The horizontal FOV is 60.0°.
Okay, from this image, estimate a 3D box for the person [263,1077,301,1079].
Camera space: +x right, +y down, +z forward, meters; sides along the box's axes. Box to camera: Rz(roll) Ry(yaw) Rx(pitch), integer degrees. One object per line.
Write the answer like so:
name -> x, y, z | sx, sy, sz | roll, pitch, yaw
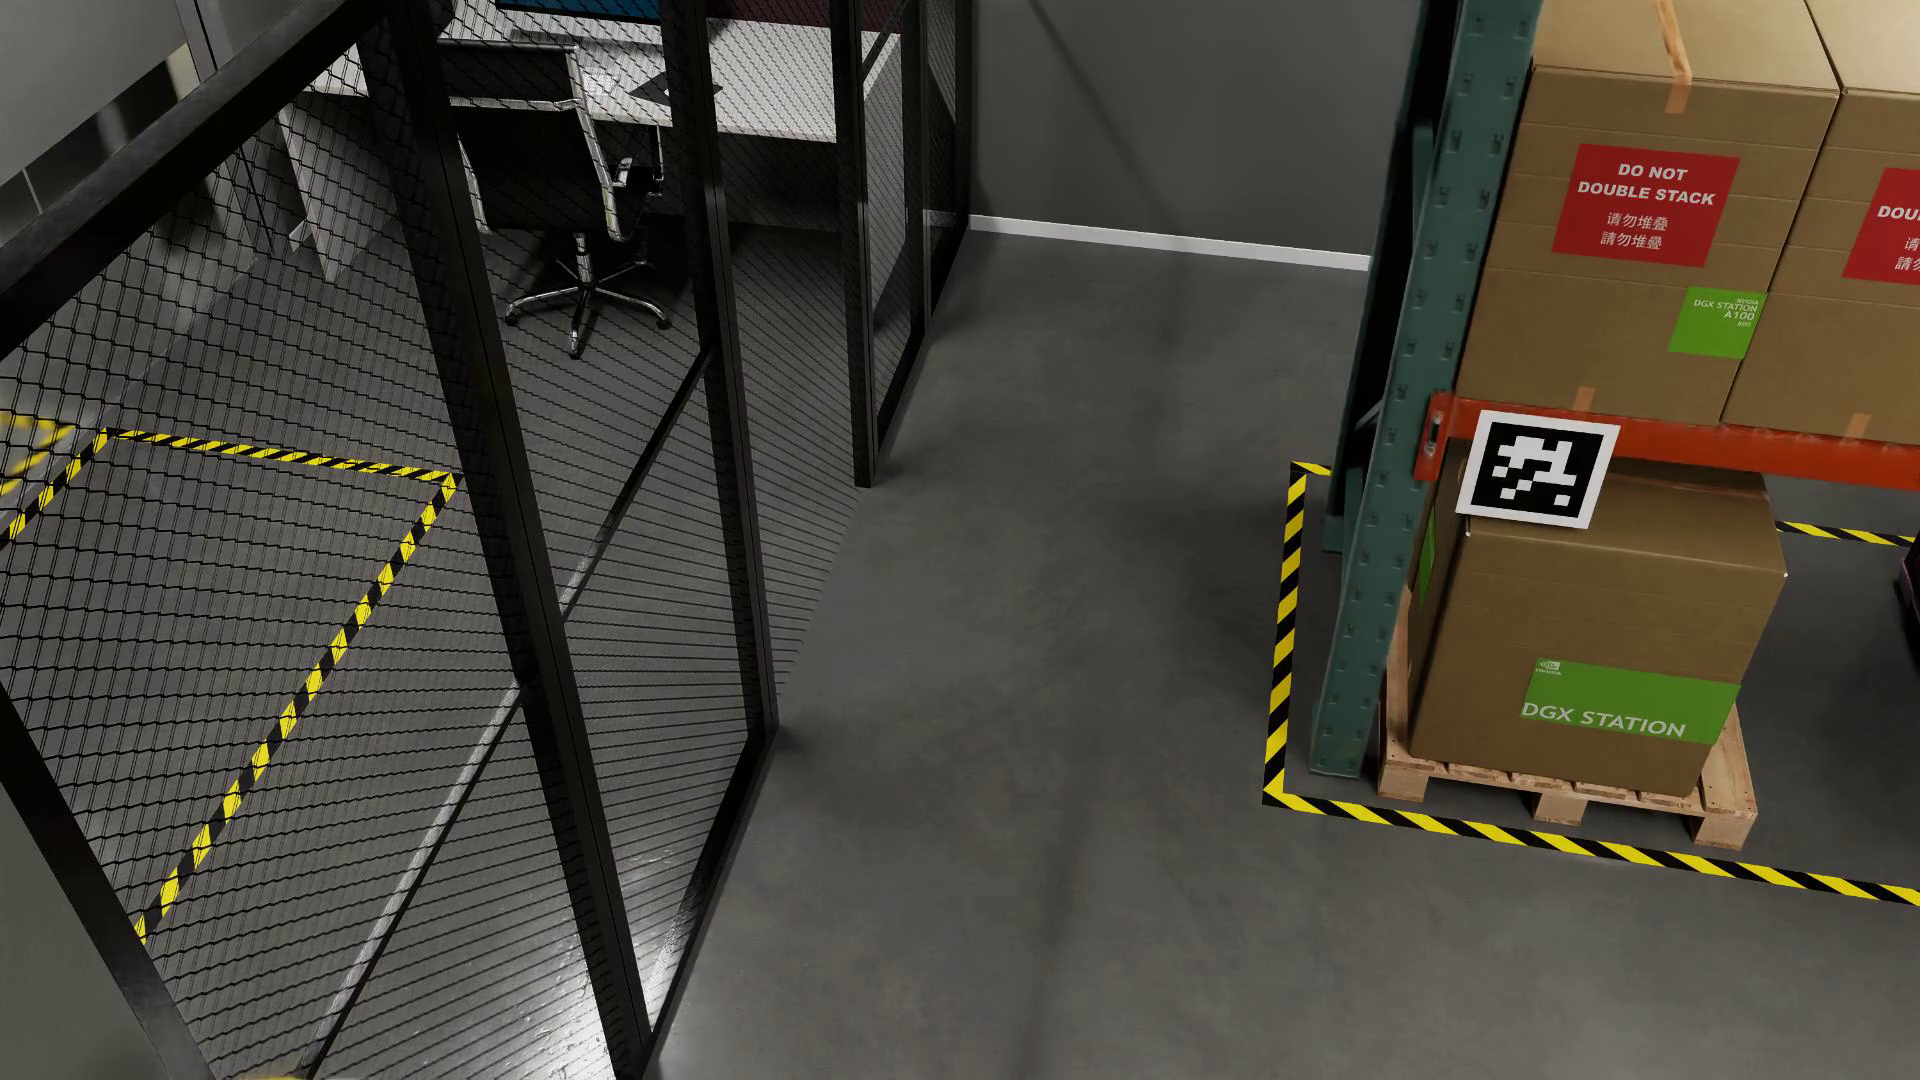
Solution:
person -> -0.676, 1.235, 2.156 | 0.601, 1.830, 0.404 | 13, 43, 14
